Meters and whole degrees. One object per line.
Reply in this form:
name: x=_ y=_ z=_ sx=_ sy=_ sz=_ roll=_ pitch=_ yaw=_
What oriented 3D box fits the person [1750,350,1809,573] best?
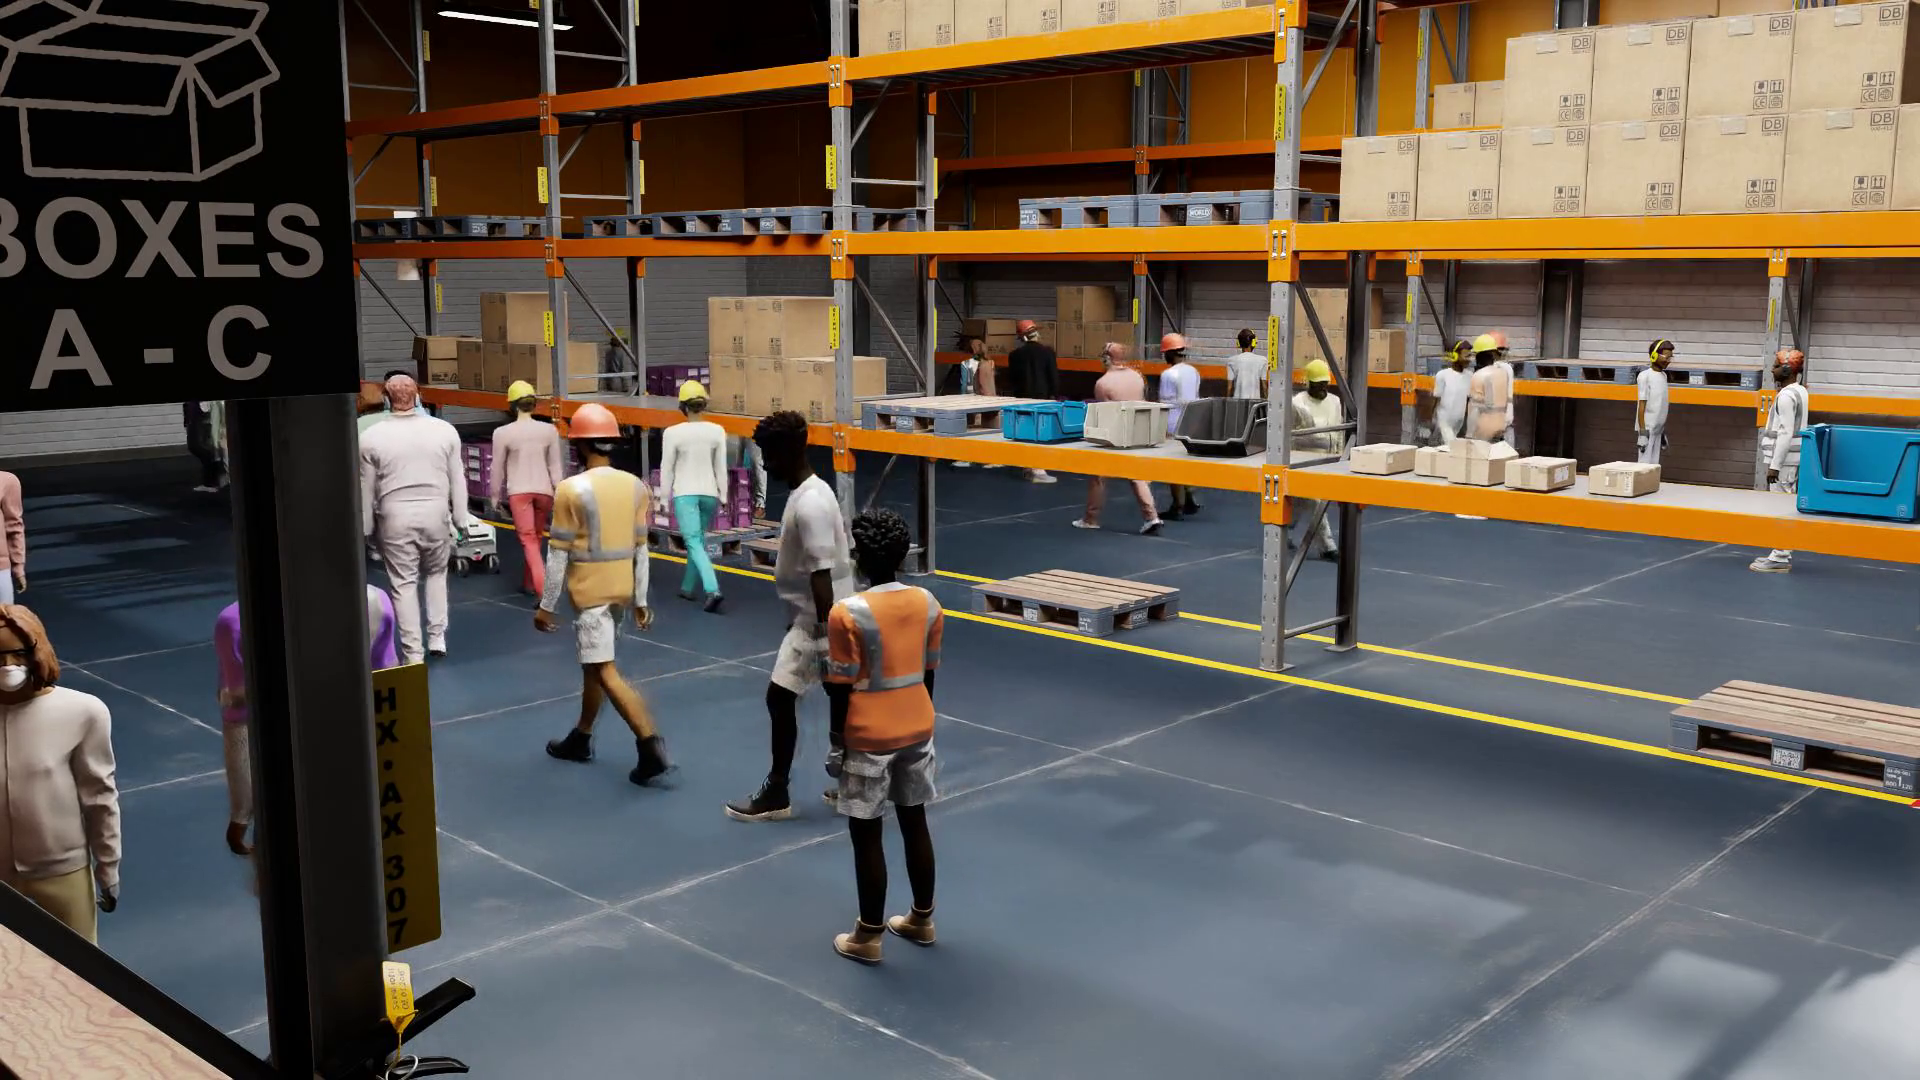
person: x=6.947 y=-0.662 z=14.053 sx=0.351 sy=1.882 sz=0.581 roll=6 pitch=11 yaw=34

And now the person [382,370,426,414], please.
person: x=-5.024 y=-0.721 z=15.116 sx=0.830 sy=1.658 sz=0.530 roll=3 pitch=10 yaw=18

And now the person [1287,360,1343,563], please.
person: x=3.115 y=-0.716 z=14.756 sx=0.576 sy=1.780 sz=0.959 roll=-6 pitch=11 yaw=-34

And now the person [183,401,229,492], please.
person: x=-8.587 y=-1.466 z=18.946 sx=0.549 sy=1.896 sz=0.627 roll=1 pitch=9 yaw=7

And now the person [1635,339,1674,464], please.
person: x=6.888 y=-1.053 z=16.524 sx=0.509 sy=1.861 sz=0.329 roll=-9 pitch=13 yaw=-44

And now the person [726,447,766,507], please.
person: x=-2.442 y=-1.240 z=17.817 sx=0.630 sy=1.821 sz=0.568 roll=2 pitch=9 yaw=11

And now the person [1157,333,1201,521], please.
person: x=2.180 y=-1.144 z=16.908 sx=0.412 sy=1.915 sz=0.551 roll=8 pitch=13 yaw=42

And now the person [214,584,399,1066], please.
person: x=-2.021 y=0.755 z=5.197 sx=0.551 sy=1.935 sz=0.374 roll=-8 pitch=12 yaw=-40

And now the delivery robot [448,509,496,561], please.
delivery robot: x=-4.197 y=-0.048 z=14.064 sx=0.477 sy=0.478 sz=0.707 roll=-7 pitch=11 yaw=-35

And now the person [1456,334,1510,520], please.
person: x=5.409 y=-1.122 z=16.843 sx=0.588 sy=1.905 sz=0.632 roll=-8 pitch=12 yaw=-41

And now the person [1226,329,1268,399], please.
person: x=3.344 y=-1.536 z=19.474 sx=0.520 sy=1.865 sz=0.332 roll=1 pitch=9 yaw=4

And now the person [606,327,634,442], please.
person: x=-5.058 y=-2.239 z=24.243 sx=0.740 sy=1.720 sz=0.492 roll=-8 pitch=12 yaw=-39

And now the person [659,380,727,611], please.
person: x=-1.989 y=-0.344 z=12.564 sx=0.530 sy=1.731 sz=0.852 roll=-7 pitch=12 yaw=-37

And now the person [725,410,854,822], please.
person: x=-0.747 y=0.354 z=7.705 sx=0.877 sy=1.909 sz=0.749 roll=-1 pitch=9 yaw=-5

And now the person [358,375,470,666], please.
person: x=-3.535 y=-0.118 z=10.701 sx=0.681 sy=1.885 sz=0.663 roll=-5 pitch=10 yaw=-27

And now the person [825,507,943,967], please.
person: x=-0.278 y=0.721 z=6.167 sx=0.321 sy=1.689 sz=0.530 roll=9 pitch=13 yaw=43

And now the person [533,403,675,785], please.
person: x=-1.776 y=0.265 z=8.353 sx=0.961 sy=1.901 sz=0.562 roll=6 pitch=11 yaw=32

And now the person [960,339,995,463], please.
person: x=0.232 y=-1.840 z=22.032 sx=0.512 sy=1.637 sz=0.307 roll=-4 pitch=10 yaw=-25

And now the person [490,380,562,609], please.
person: x=-3.281 y=-0.353 z=12.680 sx=0.529 sy=1.718 sz=0.925 roll=-7 pitch=12 yaw=-36

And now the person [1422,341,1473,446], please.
person: x=5.214 y=-1.208 z=17.660 sx=0.531 sy=1.810 sz=1.033 roll=-5 pitch=11 yaw=-29

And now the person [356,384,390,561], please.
person: x=-4.967 y=-0.531 z=14.132 sx=0.871 sy=1.579 sz=0.515 roll=9 pitch=13 yaw=43

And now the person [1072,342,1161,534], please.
person: x=1.555 y=-0.988 z=16.136 sx=0.651 sy=1.862 sz=0.986 roll=-7 pitch=12 yaw=-37

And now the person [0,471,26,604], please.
person: x=-5.494 y=0.177 z=9.277 sx=0.523 sy=1.767 sz=0.313 roll=-6 pitch=11 yaw=-32

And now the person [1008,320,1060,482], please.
person: x=0.881 y=-1.672 z=20.080 sx=0.694 sy=1.943 sz=0.524 roll=4 pitch=10 yaw=25

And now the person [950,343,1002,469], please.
person: x=0.205 y=-1.708 z=21.287 sx=0.744 sy=1.608 sz=0.510 roll=2 pitch=9 yaw=13

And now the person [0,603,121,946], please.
person: x=-2.688 y=0.977 z=4.804 sx=0.493 sy=1.625 sz=0.281 roll=-4 pitch=10 yaw=-22

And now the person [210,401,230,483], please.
person: x=-7.175 y=-0.937 z=16.567 sx=0.518 sy=1.615 sz=0.748 roll=-3 pitch=10 yaw=-18

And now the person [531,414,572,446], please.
person: x=-4.930 y=-1.590 z=19.554 sx=1.007 sy=1.938 sz=0.622 roll=3 pitch=10 yaw=16

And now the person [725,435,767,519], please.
person: x=-2.204 y=-1.182 z=17.073 sx=0.630 sy=1.940 sz=0.372 roll=2 pitch=10 yaw=14

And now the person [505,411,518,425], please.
person: x=-5.285 y=-1.673 z=20.426 sx=0.721 sy=1.818 sz=0.644 roll=-3 pitch=10 yaw=-19

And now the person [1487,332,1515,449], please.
person: x=5.741 y=-1.300 z=17.973 sx=1.003 sy=1.880 sz=0.574 roll=8 pitch=12 yaw=42
